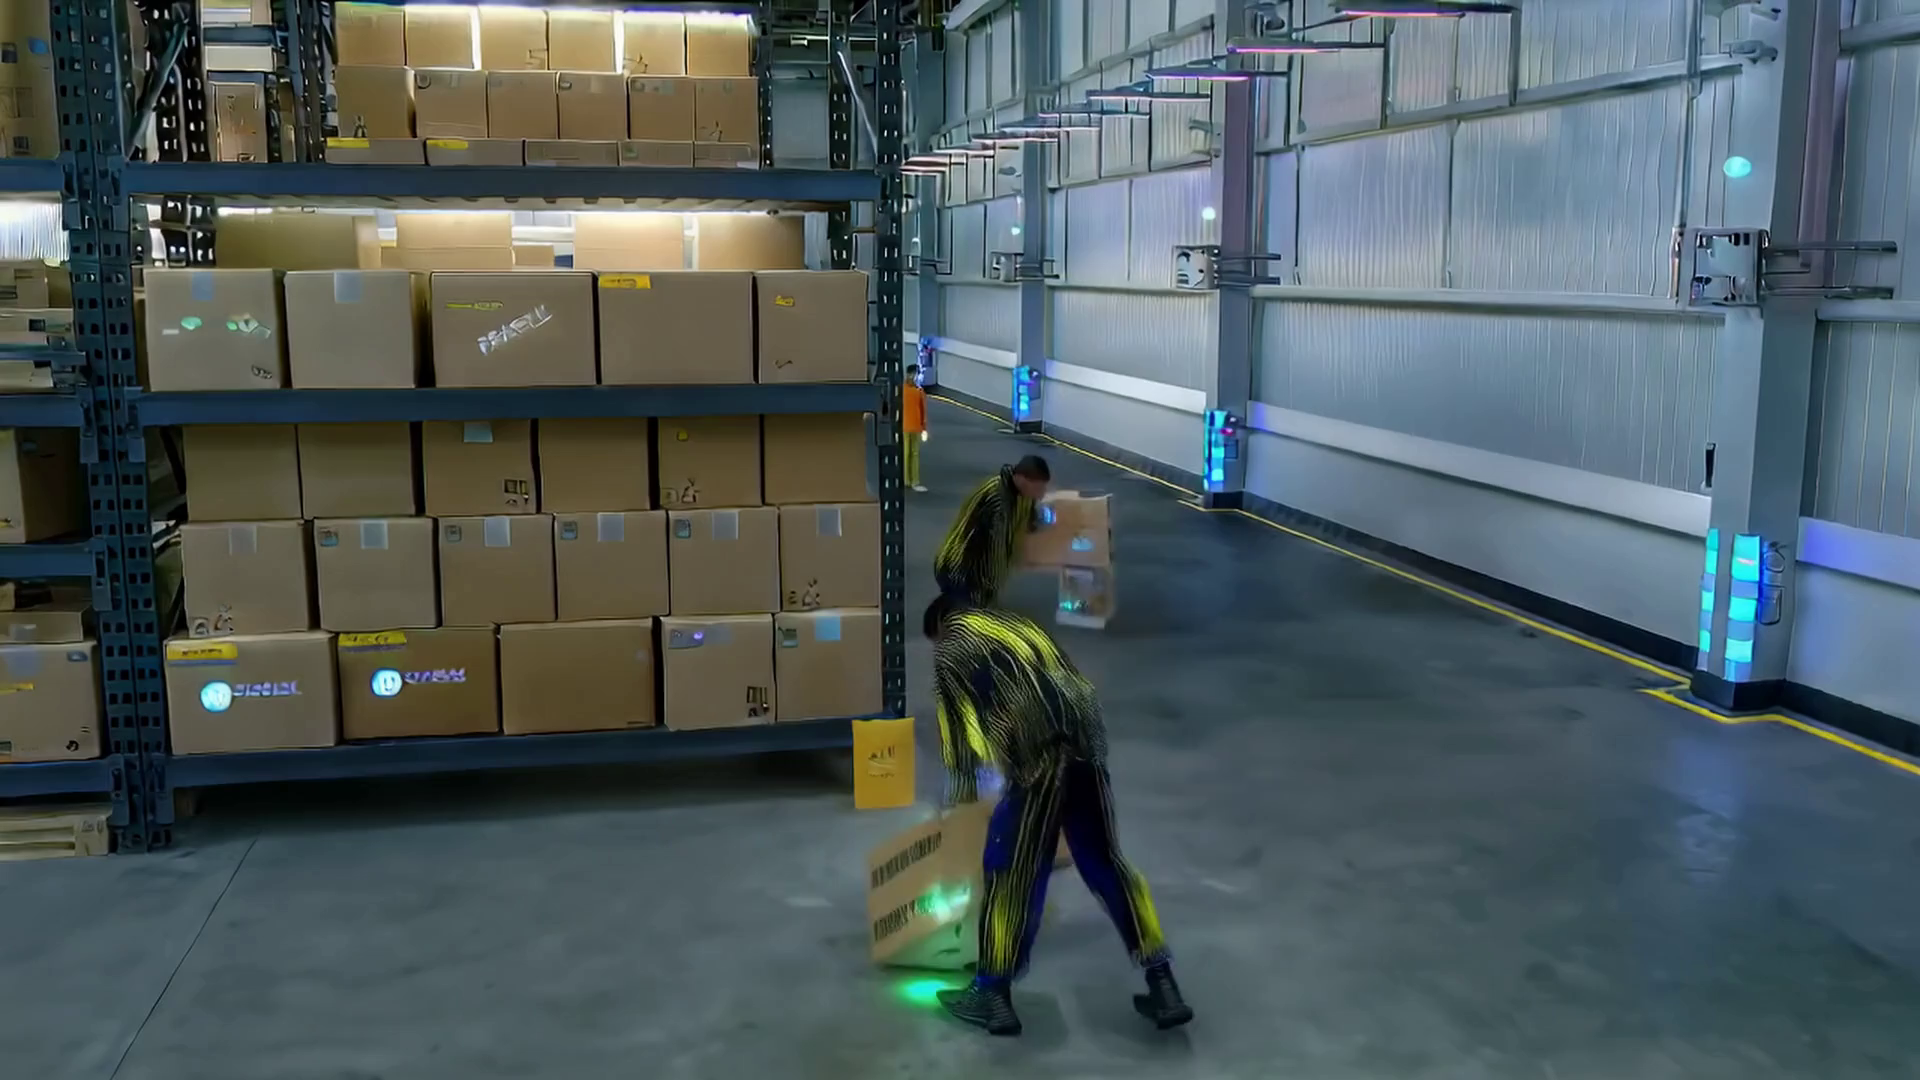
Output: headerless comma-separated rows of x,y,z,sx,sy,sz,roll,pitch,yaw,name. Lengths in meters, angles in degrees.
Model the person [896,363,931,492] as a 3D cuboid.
-0.625,-1.528,22.572,0.338,1.742,0.562,-7,12,-38,person
